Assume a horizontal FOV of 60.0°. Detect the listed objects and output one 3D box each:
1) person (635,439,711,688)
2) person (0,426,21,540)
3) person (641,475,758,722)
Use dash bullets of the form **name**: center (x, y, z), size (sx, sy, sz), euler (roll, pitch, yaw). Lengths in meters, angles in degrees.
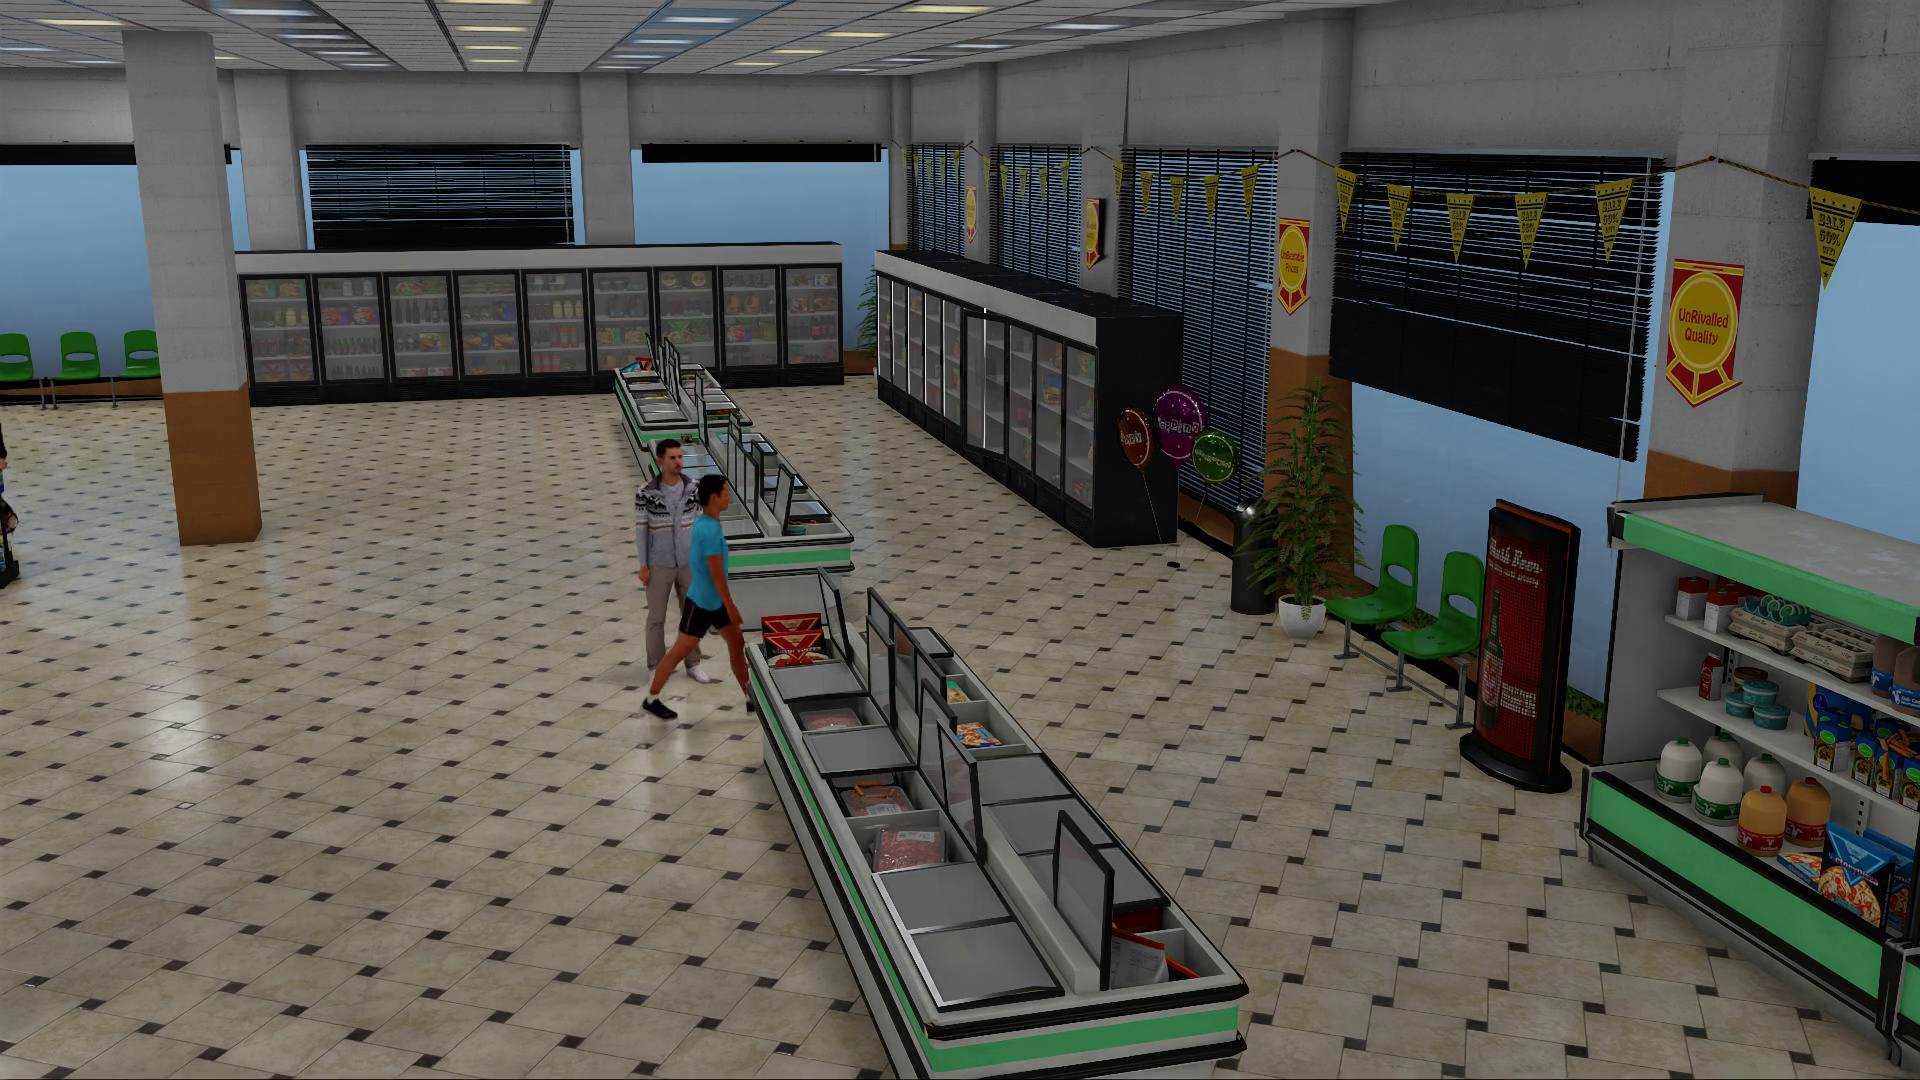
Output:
- **person**: center (-2.148, 0.149, 12.420), size (0.714, 1.865, 0.619), euler (-6, 15, -23)
- **person**: center (-9.710, -0.823, 16.793), size (0.740, 1.692, 0.810), euler (9, 16, 33)
- **person**: center (-1.838, 0.454, 11.468), size (0.906, 1.721, 1.221), euler (-1, 14, -3)
